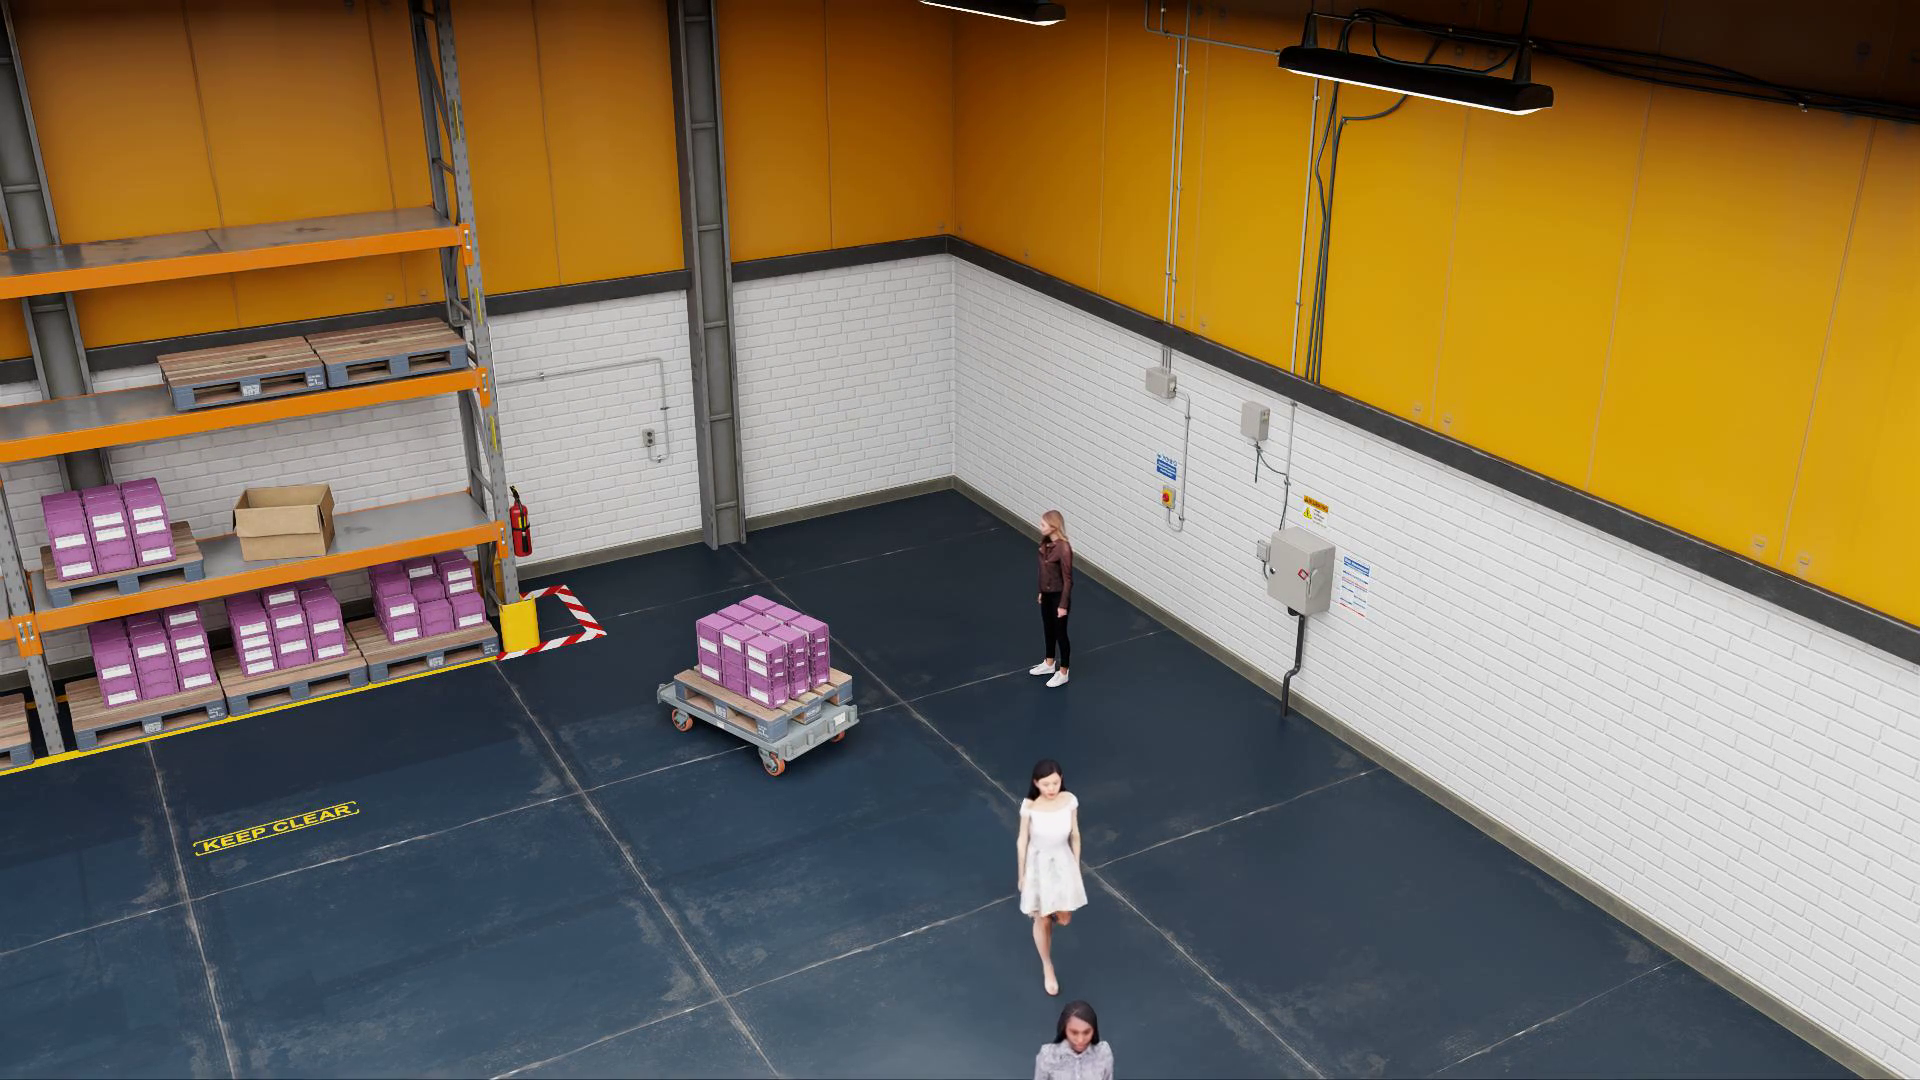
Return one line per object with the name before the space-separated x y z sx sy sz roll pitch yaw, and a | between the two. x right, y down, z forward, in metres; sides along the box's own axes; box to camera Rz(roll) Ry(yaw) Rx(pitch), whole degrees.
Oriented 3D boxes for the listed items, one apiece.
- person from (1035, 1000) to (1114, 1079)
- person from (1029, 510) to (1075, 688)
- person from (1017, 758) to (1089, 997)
person | 0.606 3.164 9.030 0.904 1.699 0.911 2 24 4
person | 0.869 0.508 15.102 0.497 1.703 0.598 -12 26 -26
person | 0.573 2.203 11.149 0.872 1.764 0.849 -4 24 -10
